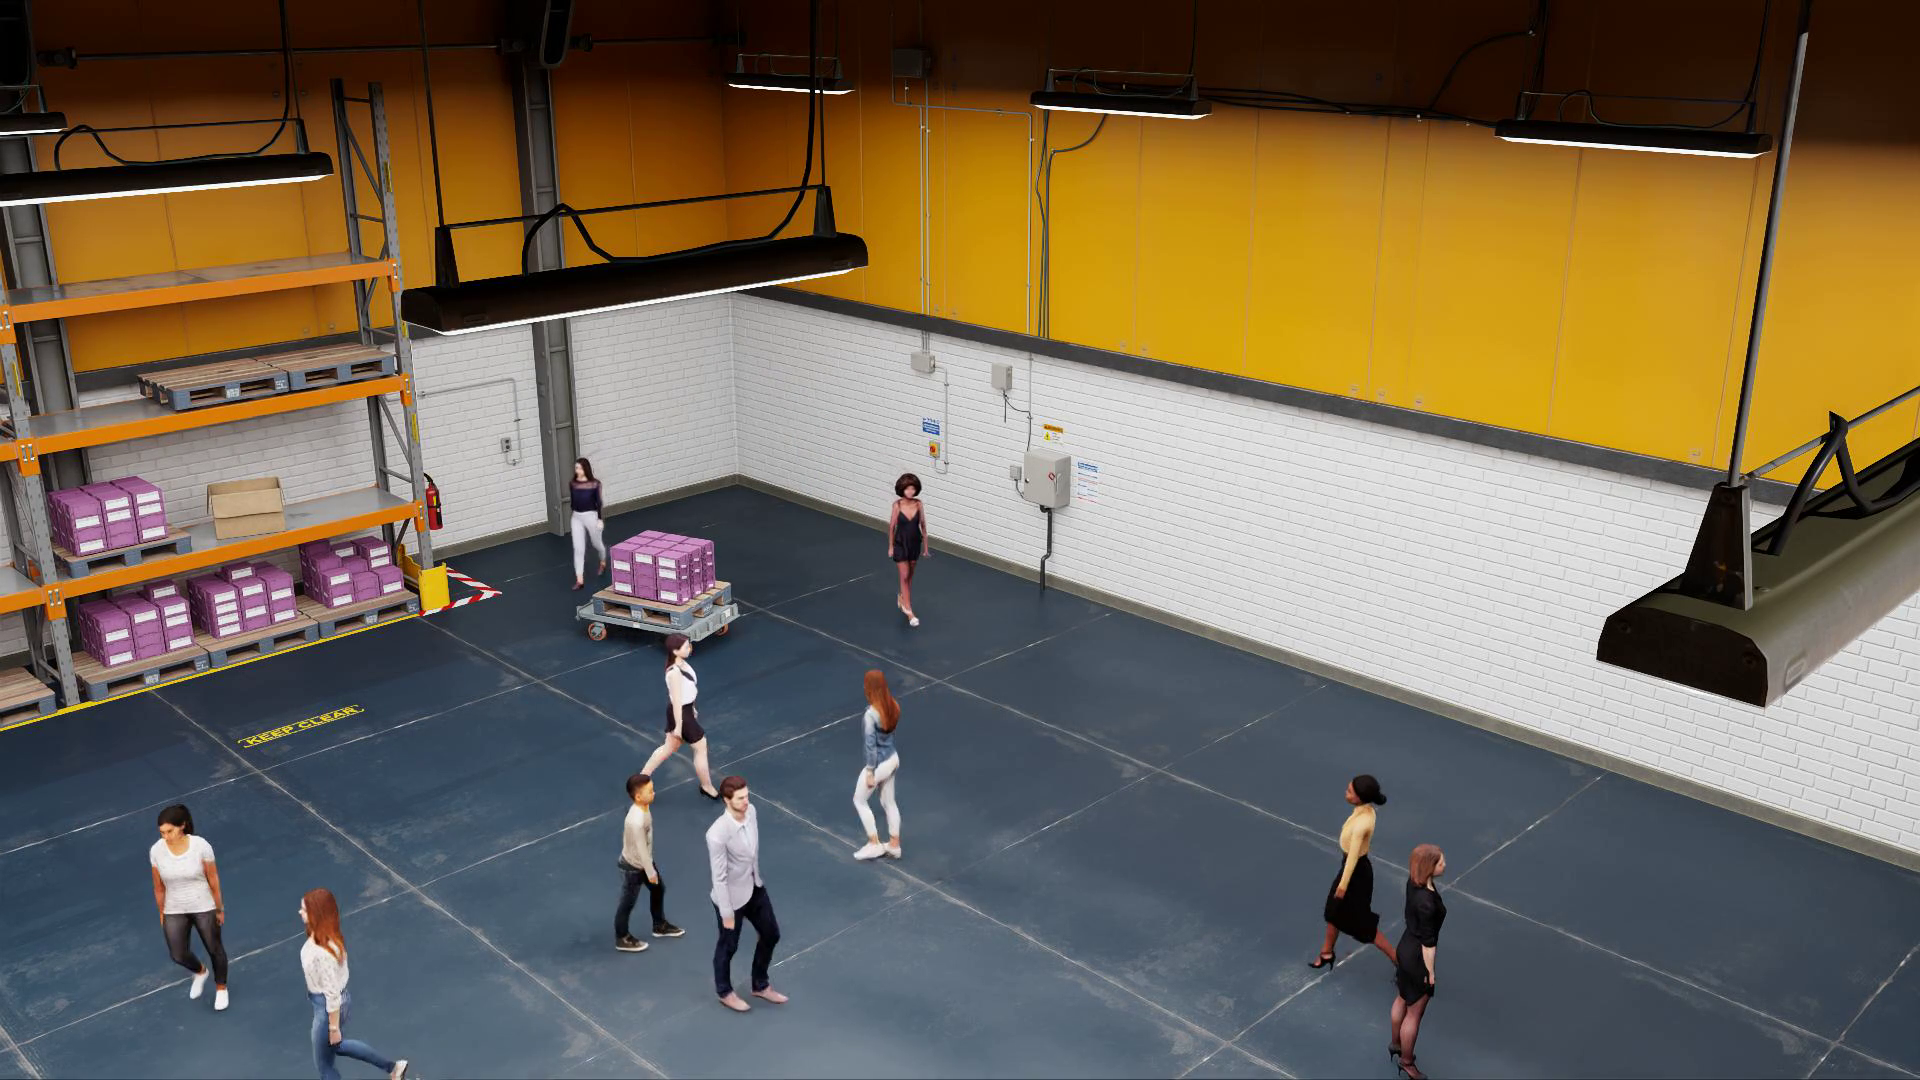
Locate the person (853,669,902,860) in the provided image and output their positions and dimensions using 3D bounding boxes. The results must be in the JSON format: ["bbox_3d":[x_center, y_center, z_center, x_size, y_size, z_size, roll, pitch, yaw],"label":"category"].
[{"bbox_3d":[-0.577,1.891,13.773,0.761,1.687,0.630,10,21,27],"label":"person"}]

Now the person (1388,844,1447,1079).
[{"bbox_3d":[3.039,2.791,11.070,0.703,1.706,0.645,0,19,0],"label":"person"}]

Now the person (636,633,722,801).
[{"bbox_3d":[-2.551,1.598,14.750,1.109,1.618,0.921,-4,19,-11],"label":"person"}]

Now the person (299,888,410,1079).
[{"bbox_3d":[-3.909,2.957,10.563,1.009,1.714,0.832,-6,20,-18],"label":"person"}]

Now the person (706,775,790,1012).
[{"bbox_3d":[-1.643,2.479,11.798,0.852,1.833,0.765,11,21,29],"label":"person"}]

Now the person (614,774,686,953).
[{"bbox_3d":[-2.504,2.437,12.535,0.830,1.442,0.778,1,19,4],"label":"person"}]

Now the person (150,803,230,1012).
[{"bbox_3d":[-5.455,2.575,11.837,0.720,1.625,0.791,-4,19,-12],"label":"person"}]

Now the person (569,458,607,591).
[{"bbox_3d":[-4.506,-0.223,20.230,0.965,1.572,1.157,4,19,13],"label":"person"}]

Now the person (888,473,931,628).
[{"bbox_3d":[-0.631,0.182,19.088,1.079,1.533,0.889,-8,20,-23],"label":"person"}]

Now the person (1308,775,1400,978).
[{"bbox_3d":[2.944,2.497,12.067,0.932,1.626,1.015,5,19,16],"label":"person"}]
